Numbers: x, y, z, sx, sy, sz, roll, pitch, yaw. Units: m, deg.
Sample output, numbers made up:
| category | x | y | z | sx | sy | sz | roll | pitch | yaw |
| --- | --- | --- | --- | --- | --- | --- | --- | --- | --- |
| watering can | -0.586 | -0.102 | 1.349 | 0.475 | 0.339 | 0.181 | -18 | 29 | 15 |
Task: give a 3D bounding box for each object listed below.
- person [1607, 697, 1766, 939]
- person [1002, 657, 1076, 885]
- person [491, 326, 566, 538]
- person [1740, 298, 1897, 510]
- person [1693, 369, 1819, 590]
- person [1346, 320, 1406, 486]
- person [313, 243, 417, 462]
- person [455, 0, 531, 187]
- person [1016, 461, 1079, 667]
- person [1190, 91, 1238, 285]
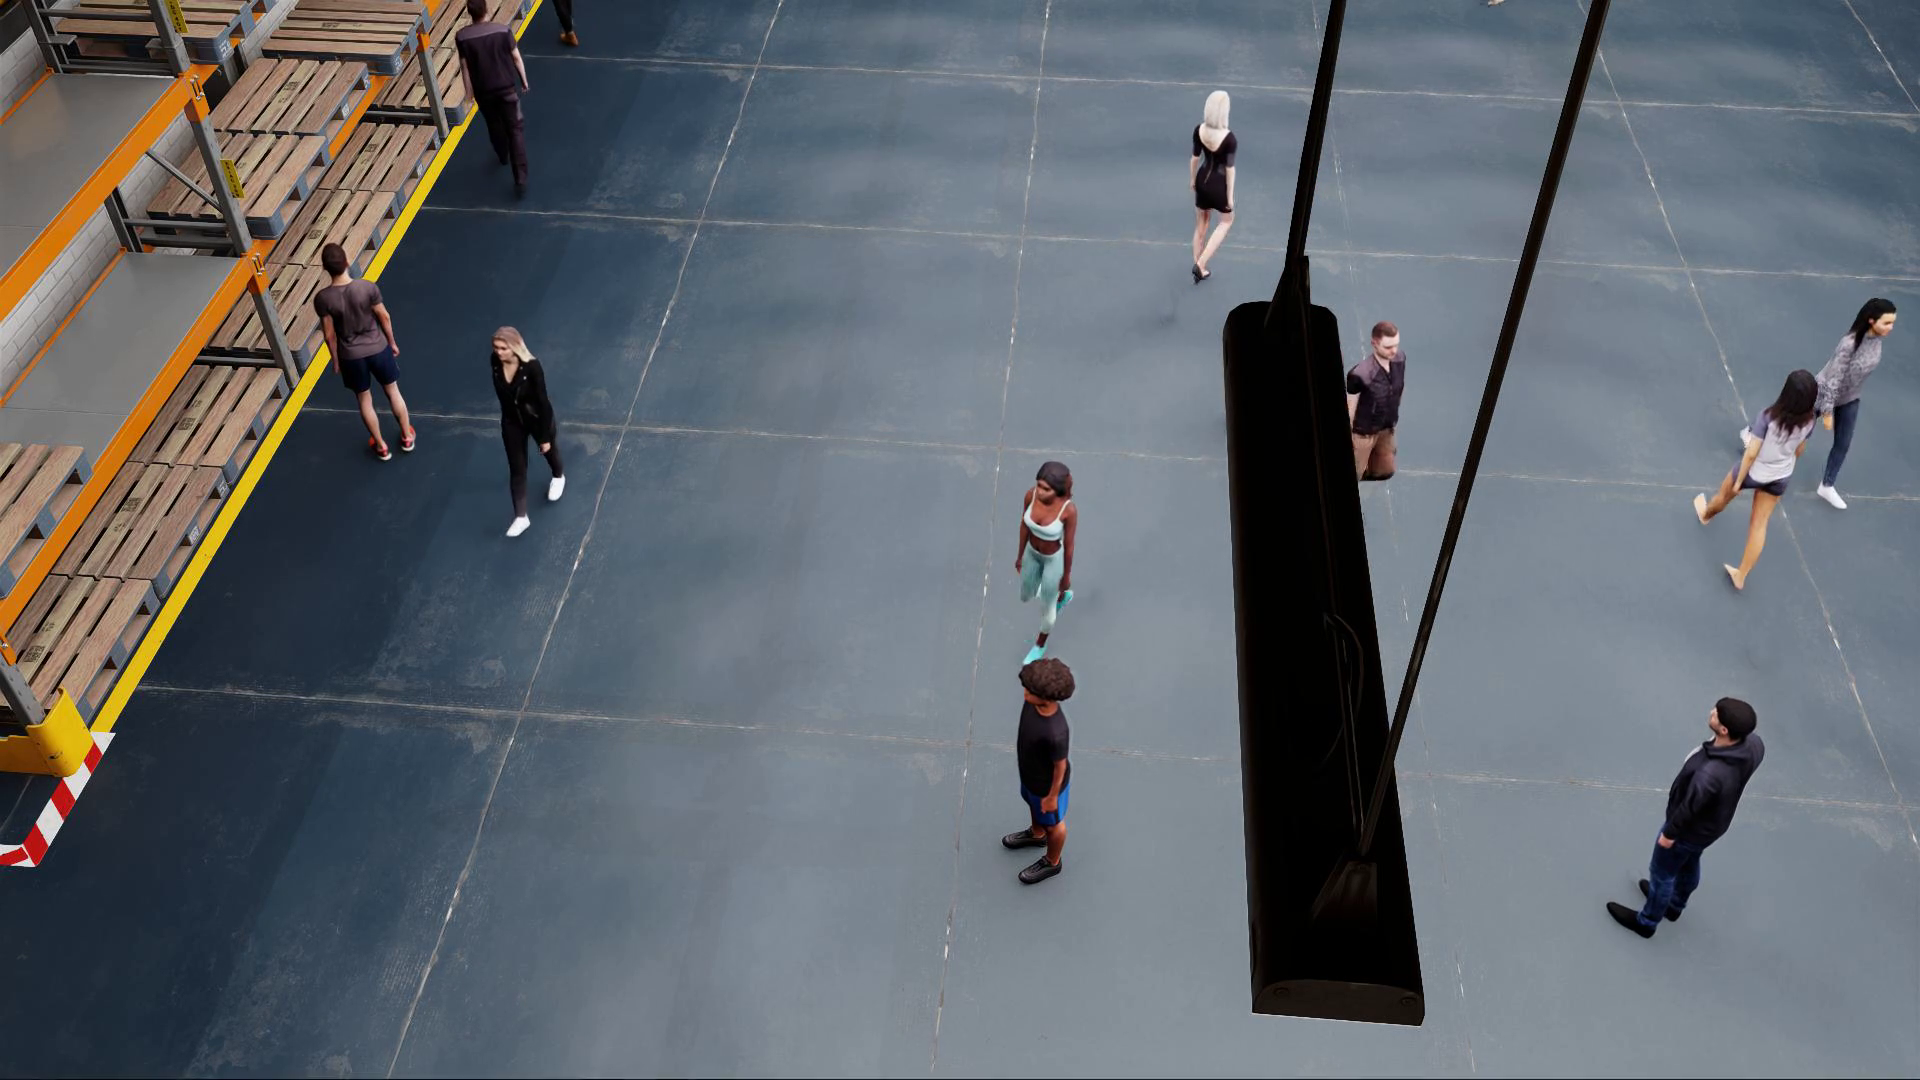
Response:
| category | x | y | z | sx | sy | sz | roll | pitch | yaw |
| --- | --- | --- | --- | --- | --- | --- | --- | --- | --- |
| person | 4.138 | 1.571 | 9.319 | 0.753 | 1.889 | 0.800 | -29 | 51 | -27 |
| person | 0.489 | 1.329 | 9.641 | 0.750 | 1.796 | 0.618 | -13 | 45 | -13 |
| person | -3.083 | -0.912 | 12.097 | 0.704 | 1.653 | 1.055 | 8 | 44 | 8 |
| person | 6.357 | -1.102 | 12.266 | 1.003 | 1.694 | 1.247 | -17 | 46 | -17 |
| person | 5.585 | -0.377 | 11.513 | 0.639 | 1.683 | 1.106 | 0 | 44 | 0 |
| person | 2.859 | -0.866 | 11.922 | 0.852 | 1.827 | 0.905 | -25 | 49 | -24 |
| person | -4.472 | -1.401 | 12.466 | 0.732 | 1.850 | 0.744 | -21 | 48 | -21 |
| person | -4.266 | -4.114 | 15.342 | 0.940 | 1.812 | 1.250 | -6 | 44 | -7 |
| person | 0.615 | 0.100 | 10.988 | 0.811 | 1.717 | 0.918 | 29 | 51 | 27 |
| person | 2.087 | -2.913 | 14.075 | 0.772 | 1.821 | 0.828 | 30 | 51 | 27 |
